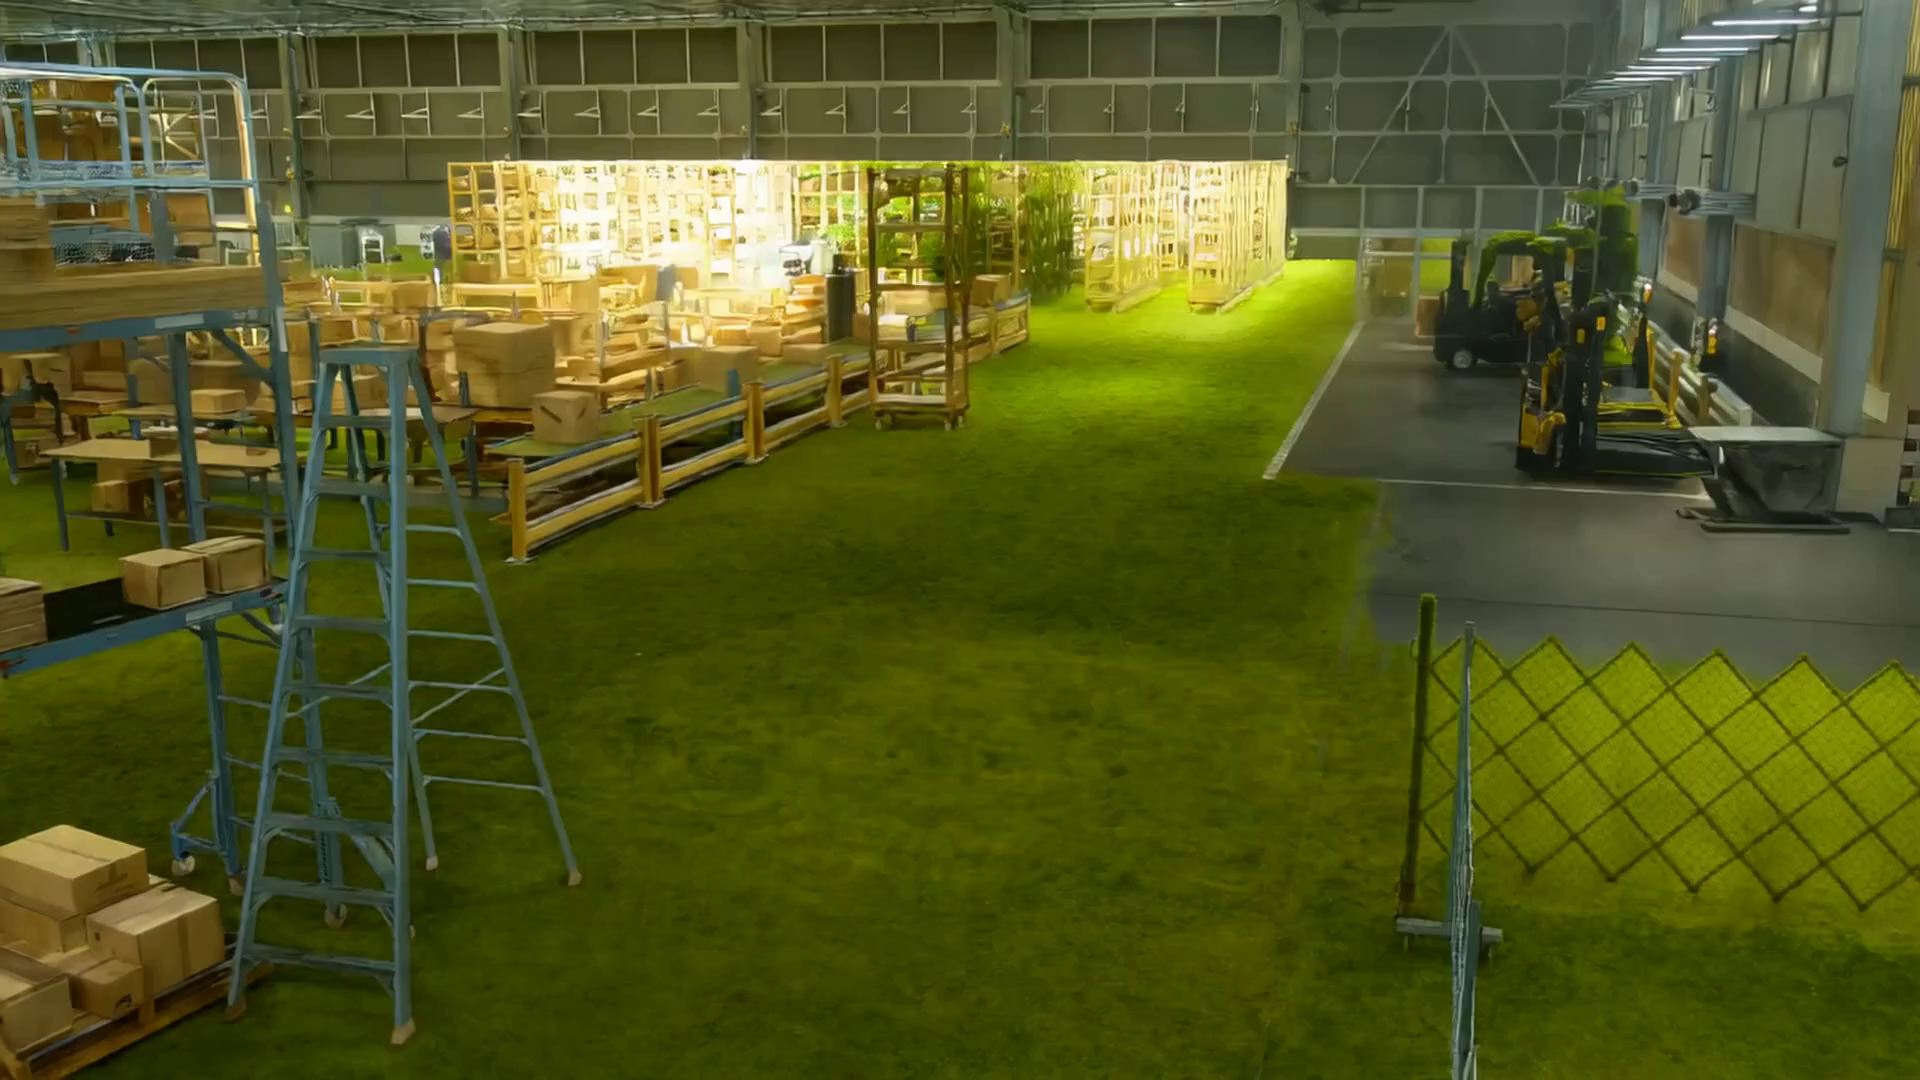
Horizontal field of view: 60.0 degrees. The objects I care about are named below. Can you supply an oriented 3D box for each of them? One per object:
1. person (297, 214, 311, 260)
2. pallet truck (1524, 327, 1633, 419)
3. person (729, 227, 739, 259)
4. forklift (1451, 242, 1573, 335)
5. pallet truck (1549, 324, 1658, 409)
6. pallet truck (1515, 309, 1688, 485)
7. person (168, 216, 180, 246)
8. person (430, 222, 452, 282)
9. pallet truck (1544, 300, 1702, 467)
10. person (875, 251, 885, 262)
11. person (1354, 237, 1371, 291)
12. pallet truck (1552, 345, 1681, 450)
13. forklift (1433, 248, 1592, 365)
[{"bbox_3d":[-23.012,-10.564,58.443,0.471,1.713,0.590,10,16,36],"label":"person"},{"bbox_3d":[9.065,-2.460,24.370,1.522,1.261,0.704,3,13,14],"label":"pallet truck"},{"bbox_3d":[-7.120,-9.205,51.965,0.382,1.996,0.608,13,18,43],"label":"person"},{"bbox_3d":[10.464,-4.597,31.405,2.680,1.987,1.157,4,14,16],"label":"forklift"},{"bbox_3d":[9.824,-2.669,25.407,1.601,1.201,0.680,4,14,16],"label":"pallet truck"},{"bbox_3d":[7.554,-1.677,19.446,1.885,1.965,0.823,3,13,14],"label":"pallet truck"},{"bbox_3d":[-24.501,-9.129,51.845,0.415,1.910,0.654,-12,17,-41],"label":"person"},{"bbox_3d":[-14.965,-8.225,47.997,0.649,1.873,0.897,0,13,1],"label":"person"},{"bbox_3d":[8.263,-1.952,20.631,1.885,1.965,0.823,5,14,20],"label":"pallet truck"},{"bbox_3d":[-2.420,-8.462,49.201,0.943,1.802,0.574,6,14,25],"label":"person"},{"bbox_3d":[9.789,-6.451,40.457,0.404,1.824,0.586,10,16,36],"label":"person"},{"bbox_3d":[8.641,-1.896,21.908,1.630,1.274,0.653,4,14,16],"label":"pallet truck"},{"bbox_3d":[9.780,-4.111,29.280,2.680,1.987,1.157,3,13,14],"label":"forklift"}]
